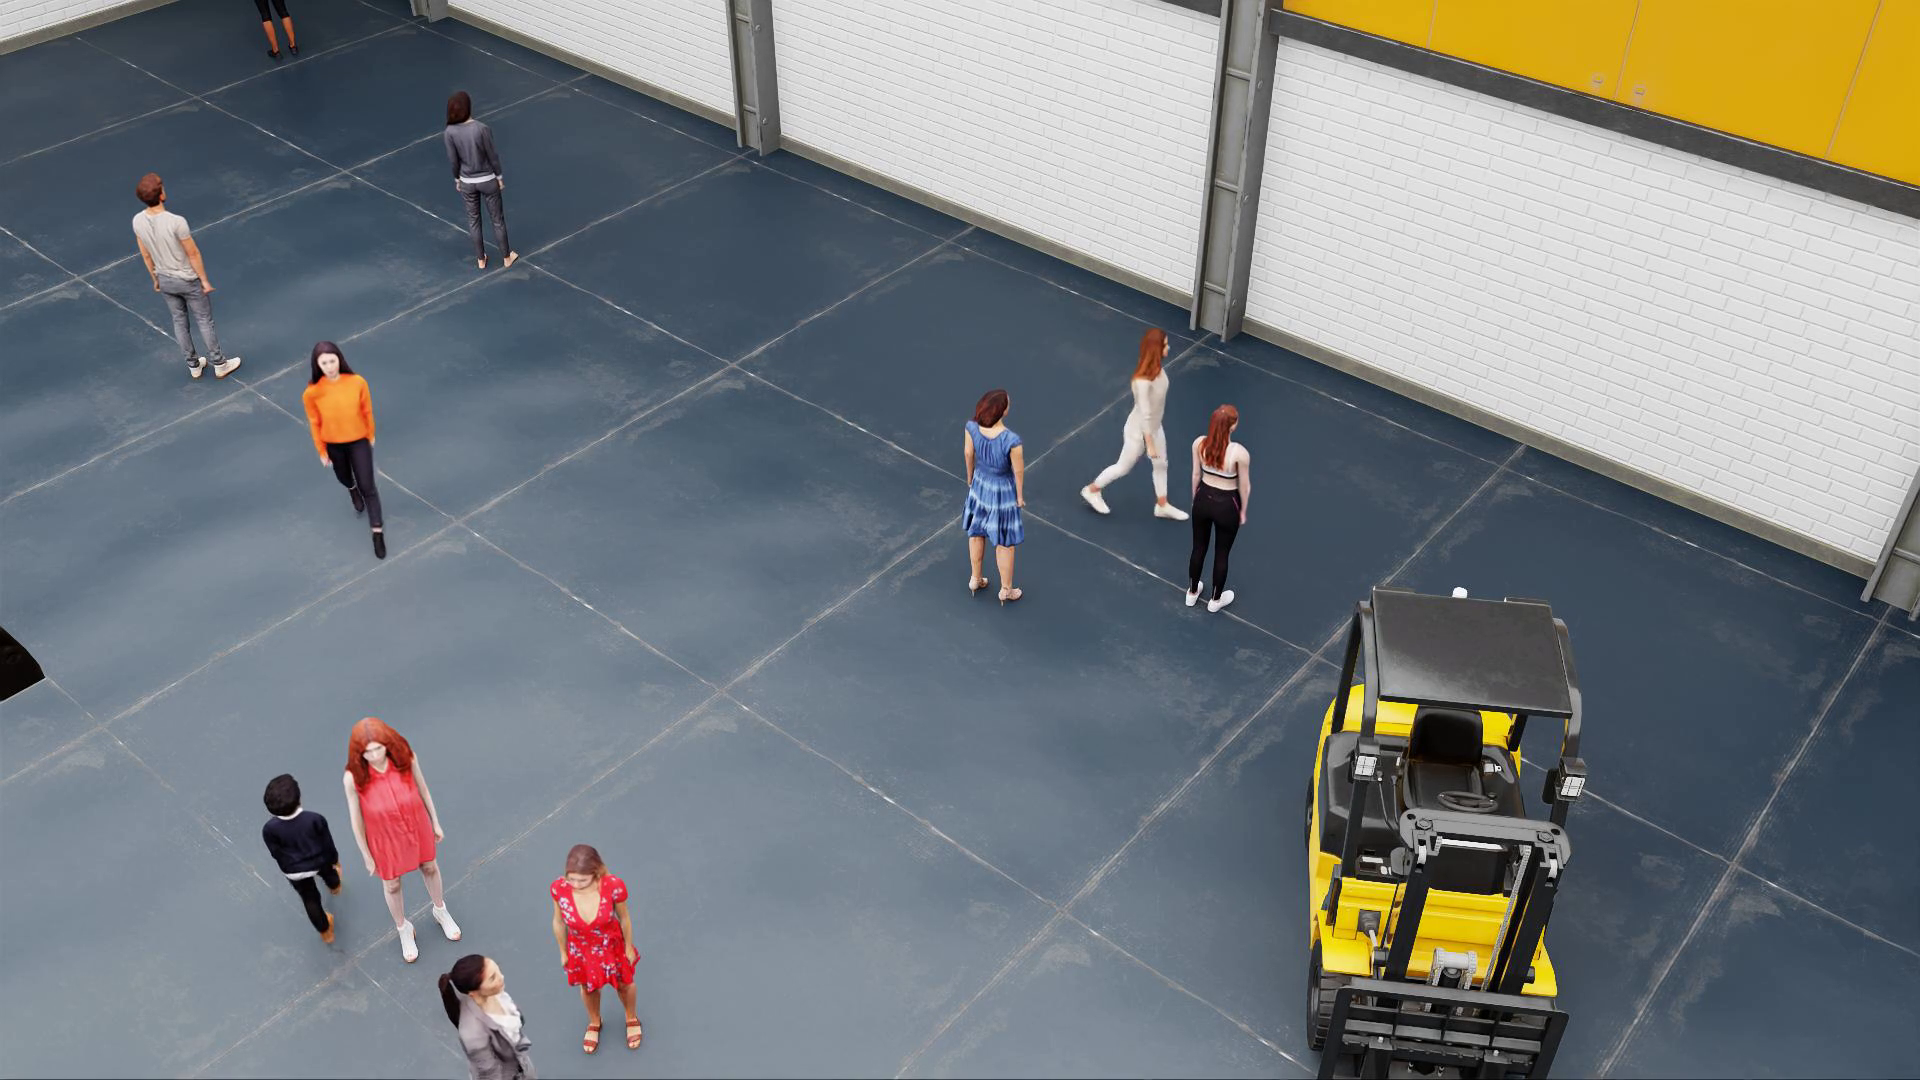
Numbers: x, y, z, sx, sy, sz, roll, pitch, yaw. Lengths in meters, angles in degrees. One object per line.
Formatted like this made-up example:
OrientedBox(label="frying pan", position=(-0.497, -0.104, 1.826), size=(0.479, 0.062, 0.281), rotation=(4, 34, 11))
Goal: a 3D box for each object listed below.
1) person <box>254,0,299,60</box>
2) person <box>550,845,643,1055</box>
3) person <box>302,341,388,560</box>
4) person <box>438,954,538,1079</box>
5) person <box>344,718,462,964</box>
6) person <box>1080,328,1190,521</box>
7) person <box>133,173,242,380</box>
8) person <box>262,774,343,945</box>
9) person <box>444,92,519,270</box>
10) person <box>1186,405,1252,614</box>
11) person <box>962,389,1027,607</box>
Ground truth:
OrientedBox(label="person", position=(-8.327, -6.662, 19.914), size=(0.643, 1.746, 0.579), rotation=(-28, 46, -30))
OrientedBox(label="person", position=(-1.948, 2.179, 8.967), size=(0.658, 1.592, 0.720), rotation=(-3, 39, -3))
OrientedBox(label="person", position=(-4.651, -0.763, 12.559), size=(1.007, 1.706, 1.224), rotation=(-13, 40, -15))
OrientedBox(label="person", position=(-2.375, 2.662, 8.306), size=(1.022, 1.661, 0.961), rotation=(-4, 39, -4))
OrientedBox(label="person", position=(-3.165, 1.674, 9.411), size=(0.655, 1.826, 0.603), rotation=(-23, 44, -26))
OrientedBox(label="person", position=(1.312, -0.851, 12.685), size=(1.152, 1.687, 0.803), rotation=(15, 41, 18))
OrientedBox(label="person", position=(-6.697, -2.241, 14.256), size=(0.699, 1.898, 0.801), rotation=(3, 39, 4))
OrientedBox(label="person", position=(-3.794, 1.884, 9.646), size=(0.732, 1.205, 0.862), rotation=(-12, 40, -15))
OrientedBox(label="person", position=(-4.586, -3.424, 15.842), size=(0.679, 1.767, 0.739), rotation=(-3, 39, -4))
OrientedBox(label="person", position=(1.823, -0.224, 11.856), size=(0.519, 1.741, 0.682), rotation=(20, 43, 23))
OrientedBox(label="person", position=(0.248, -0.307, 11.909), size=(0.551, 1.805, 0.752), rotation=(21, 43, 24))
